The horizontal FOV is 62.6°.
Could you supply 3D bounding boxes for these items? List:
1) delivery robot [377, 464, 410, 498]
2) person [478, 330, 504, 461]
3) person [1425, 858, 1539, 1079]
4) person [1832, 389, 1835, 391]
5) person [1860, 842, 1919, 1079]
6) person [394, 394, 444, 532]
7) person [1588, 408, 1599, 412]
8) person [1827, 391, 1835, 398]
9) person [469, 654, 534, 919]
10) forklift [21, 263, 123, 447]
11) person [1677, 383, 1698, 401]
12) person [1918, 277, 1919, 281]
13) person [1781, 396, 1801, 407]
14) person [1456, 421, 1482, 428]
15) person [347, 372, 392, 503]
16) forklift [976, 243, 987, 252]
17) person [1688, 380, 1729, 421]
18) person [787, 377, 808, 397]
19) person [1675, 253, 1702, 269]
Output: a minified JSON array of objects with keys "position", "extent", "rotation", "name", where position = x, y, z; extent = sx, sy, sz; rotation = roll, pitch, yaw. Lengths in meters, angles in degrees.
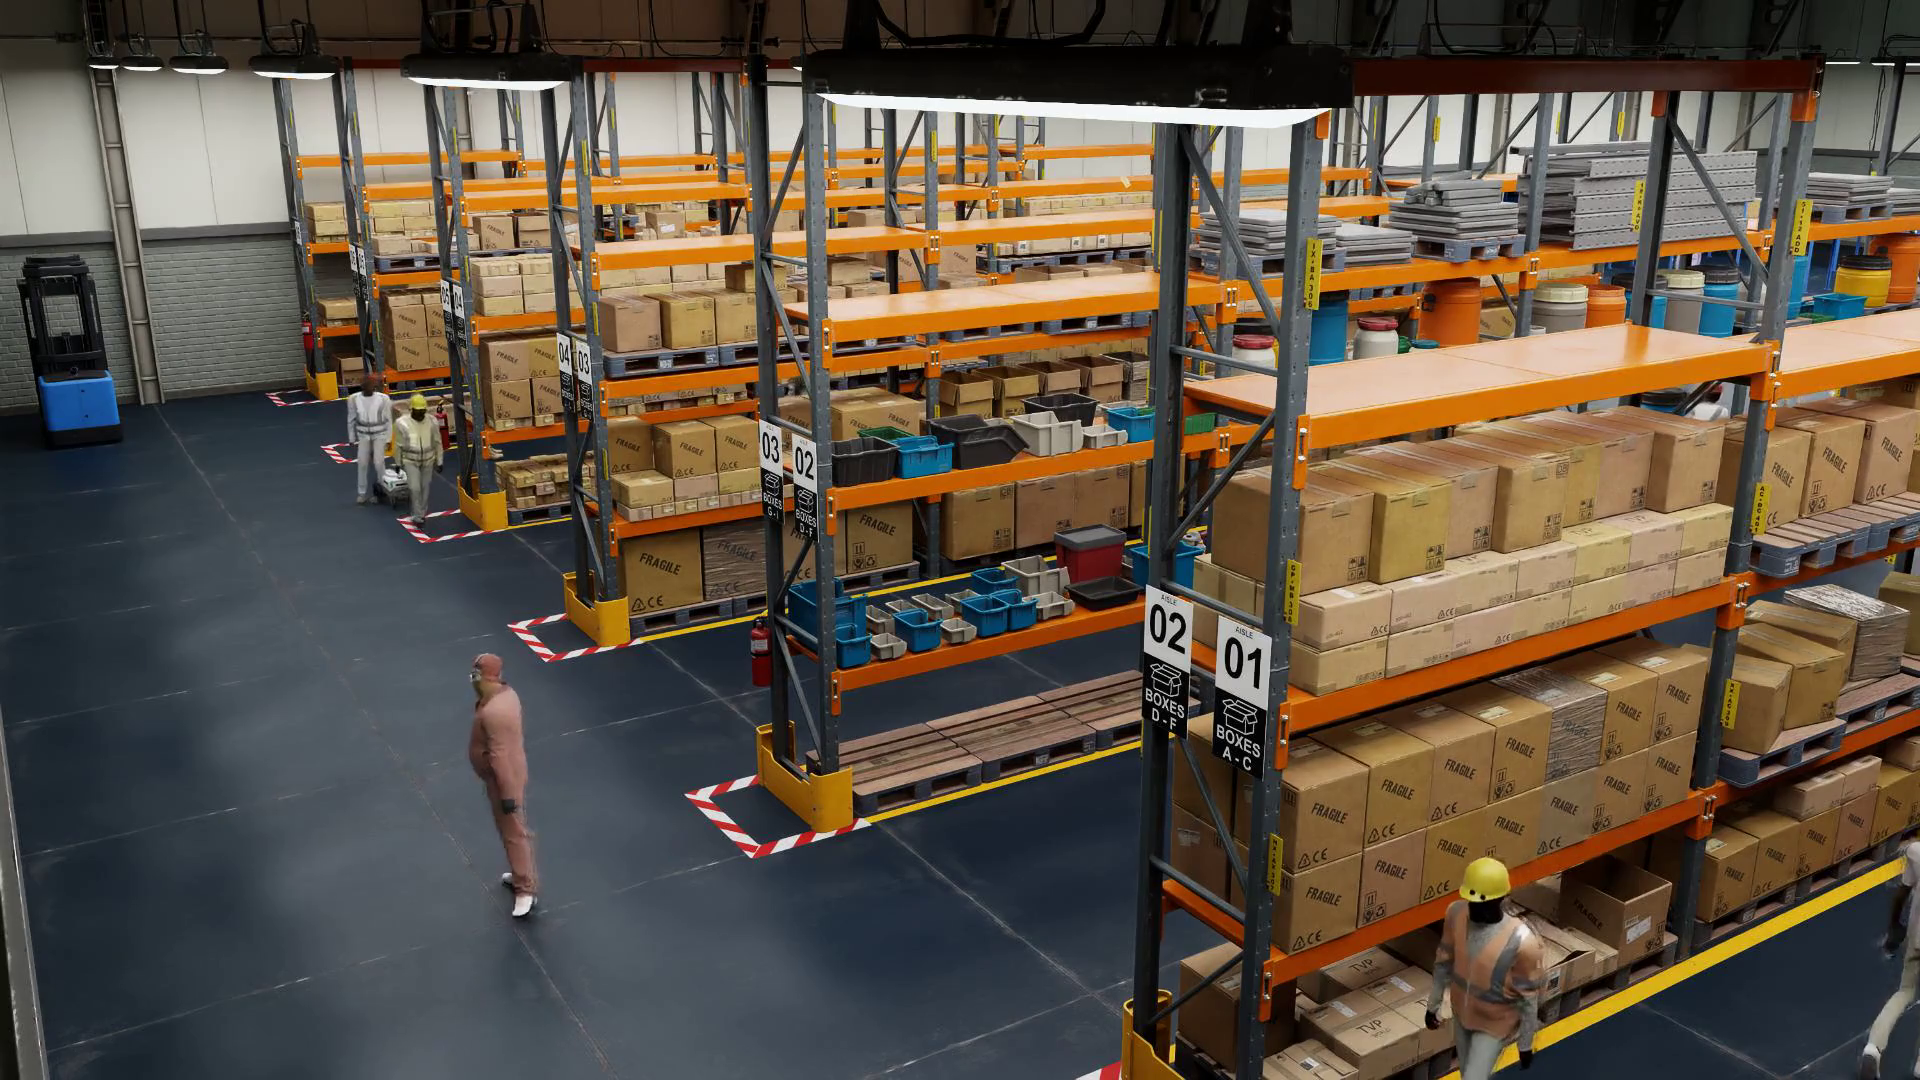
[{"position":[-7.896,-0.825,22.082],"extent":[0.477,0.478,0.707],"rotation":[-11,20,-33],"name":"delivery robot"},{"position":[-7.315,-2.267,24.388],"extent":[0.374,2.043,0.612],"rotation":[-5,18,-17],"name":"person"},{"position":[2.797,2.611,8.607],"extent":[0.539,1.908,0.624],"rotation":[-10,19,-29],"name":"person"},{"position":[13.851,-2.289,24.690],"extent":[0.410,1.909,0.643],"rotation":[-2,17,-6],"name":"person"},{"position":[5.751,2.424,9.364],"extent":[0.732,1.840,0.519],"rotation":[-11,20,-33],"name":"person"},{"position":[-7.049,-1.012,20.681],"extent":[0.604,1.792,0.828],"rotation":[-11,20,-32],"name":"person"},{"position":[8.220,-0.931,20.700],"extent":[0.434,1.621,0.514],"rotation":[-7,18,-22],"name":"person"},{"position":[12.806,-1.631,22.989],"extent":[0.515,1.636,0.315],"rotation":[-1,17,-4],"name":"person"},{"position":[-3.338,1.771,11.457],"extent":[0.417,1.867,0.806],"rotation":[-3,17,-10],"name":"person"},{"position":[-14.518,-3.079,25.708],"extent":[1.129,2.768,1.873],"rotation":[-10,20,-31],"name":"forklift"},{"position":[13.119,-3.337,28.425],"extent":[0.535,1.720,0.534],"rotation":[-6,18,-18],"name":"person"},{"position":[20.171,-5.049,33.698],"extent":[0.356,1.930,0.592],"rotation":[1,17,3],"name":"person"},{"position":[14.395,-2.973,27.422],"extent":[0.411,1.610,0.540],"rotation":[-10,20,-30],"name":"person"},{"position":[6.822,-1.110,21.084],"extent":[0.546,1.755,0.525],"rotation":[-5,18,-17],"name":"person"},{"position":[-8.185,-1.423,21.936],"extent":[0.621,1.855,0.452],"rotation":[-2,17,-8],"name":"person"},{"position":[0.988,-5.474,34.718],"extent":[1.214,2.155,2.313],"rotation":[-10,20,-31],"name":"forklift"},{"position":[10.084,-1.235,21.273],"extent":[1.000,1.884,0.553],"rotation":[-9,19,-27],"name":"person"},{"position":[-2.290,-1.374,21.678],"extent":[0.861,1.906,0.666],"rotation":[-12,21,-35],"name":"person"},{"position":[18.145,-6.780,39.432],"extent":[0.684,1.902,0.401],"rotation":[-2,17,-8],"name":"person"}]
